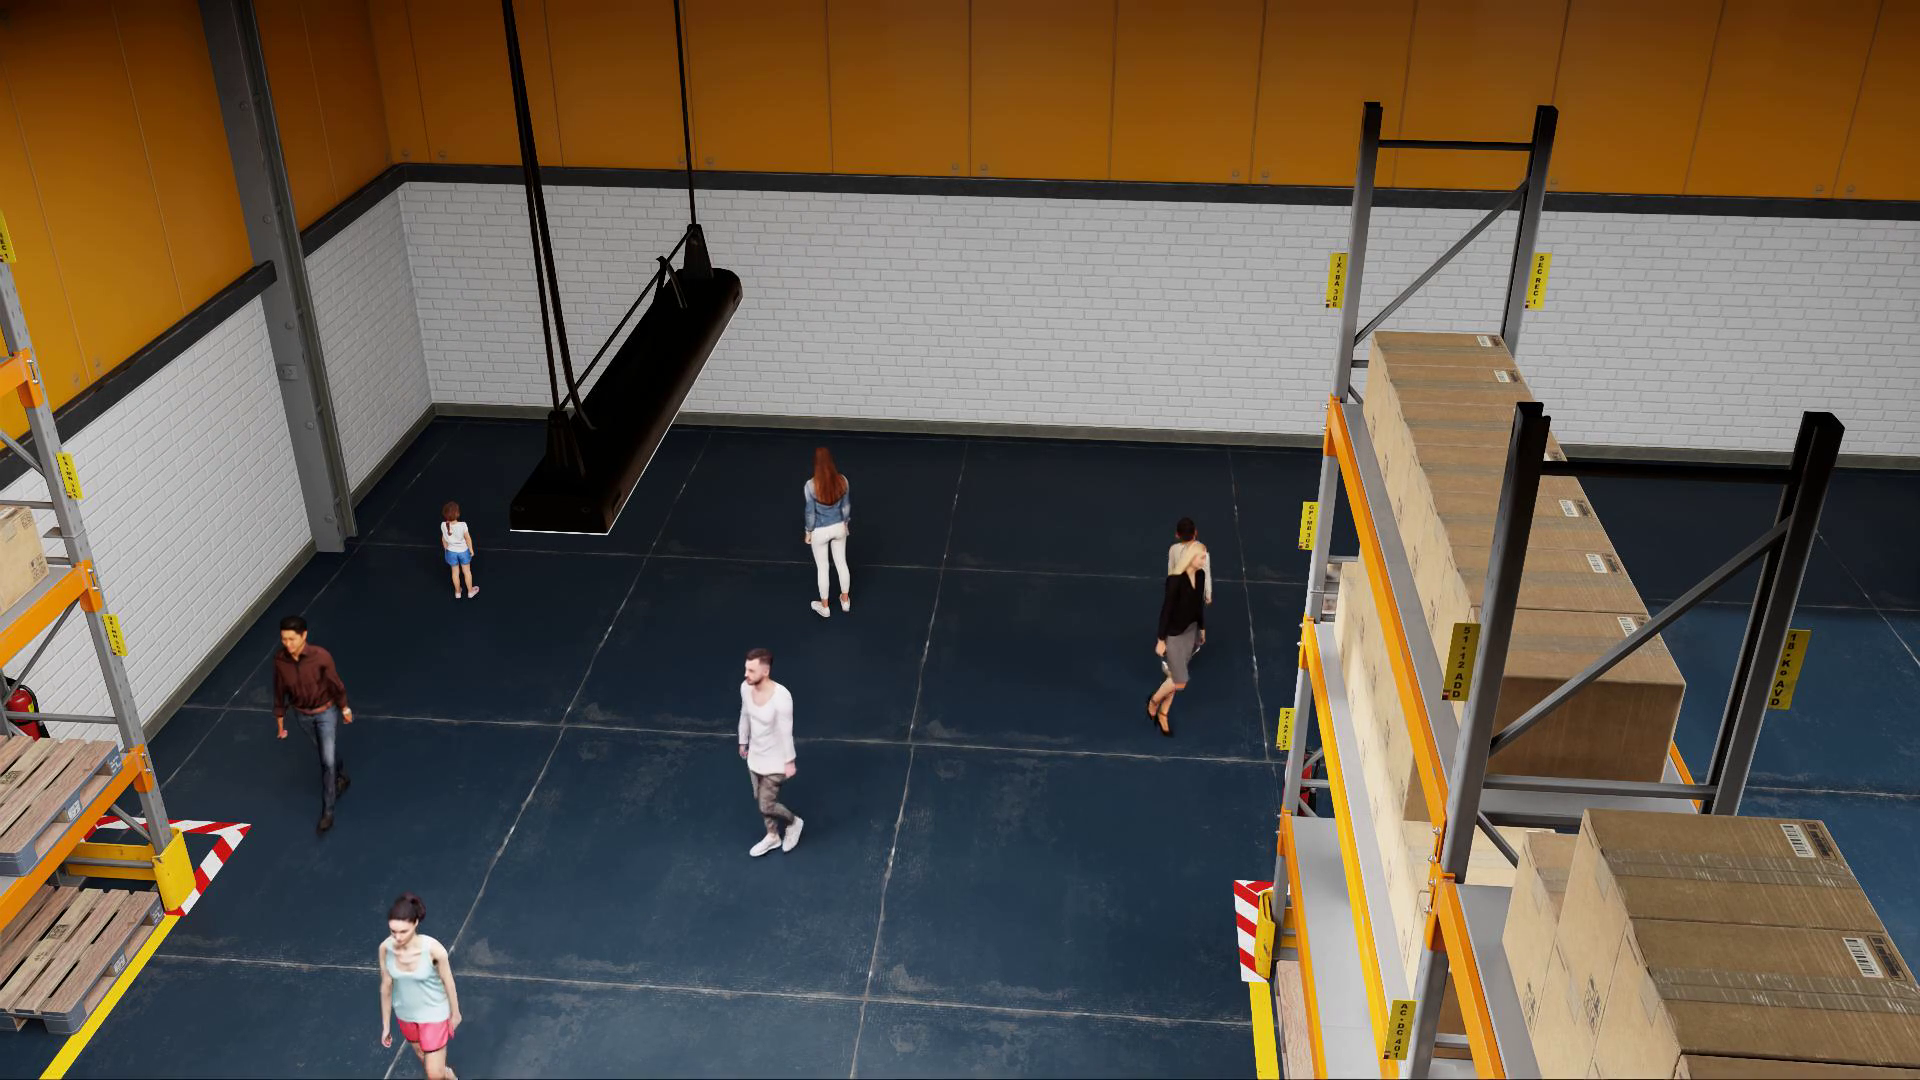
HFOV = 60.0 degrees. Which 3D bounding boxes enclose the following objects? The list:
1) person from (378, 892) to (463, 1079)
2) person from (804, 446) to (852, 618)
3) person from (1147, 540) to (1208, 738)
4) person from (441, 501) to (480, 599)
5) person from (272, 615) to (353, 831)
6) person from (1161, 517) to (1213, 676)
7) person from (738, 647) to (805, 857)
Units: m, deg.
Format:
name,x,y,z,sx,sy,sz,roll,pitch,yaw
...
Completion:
name,x,y,z,sx,sy,sz,roll,pitch,yaw
person,-3.227,2.832,10.127,0.599,1.753,0.626,5,29,9
person,-1.225,-0.079,15.518,0.691,1.701,0.695,-14,32,-24
person,1.736,0.803,13.778,0.807,1.817,0.870,-23,36,-35
person,-4.813,0.089,15.921,0.441,1.019,0.437,-1,29,-1
person,-4.976,1.303,12.937,0.690,1.745,1.015,1,29,2
person,1.978,0.522,14.686,0.848,1.441,1.039,18,34,30
person,-1.371,1.562,12.376,0.834,1.828,0.880,23,36,36
